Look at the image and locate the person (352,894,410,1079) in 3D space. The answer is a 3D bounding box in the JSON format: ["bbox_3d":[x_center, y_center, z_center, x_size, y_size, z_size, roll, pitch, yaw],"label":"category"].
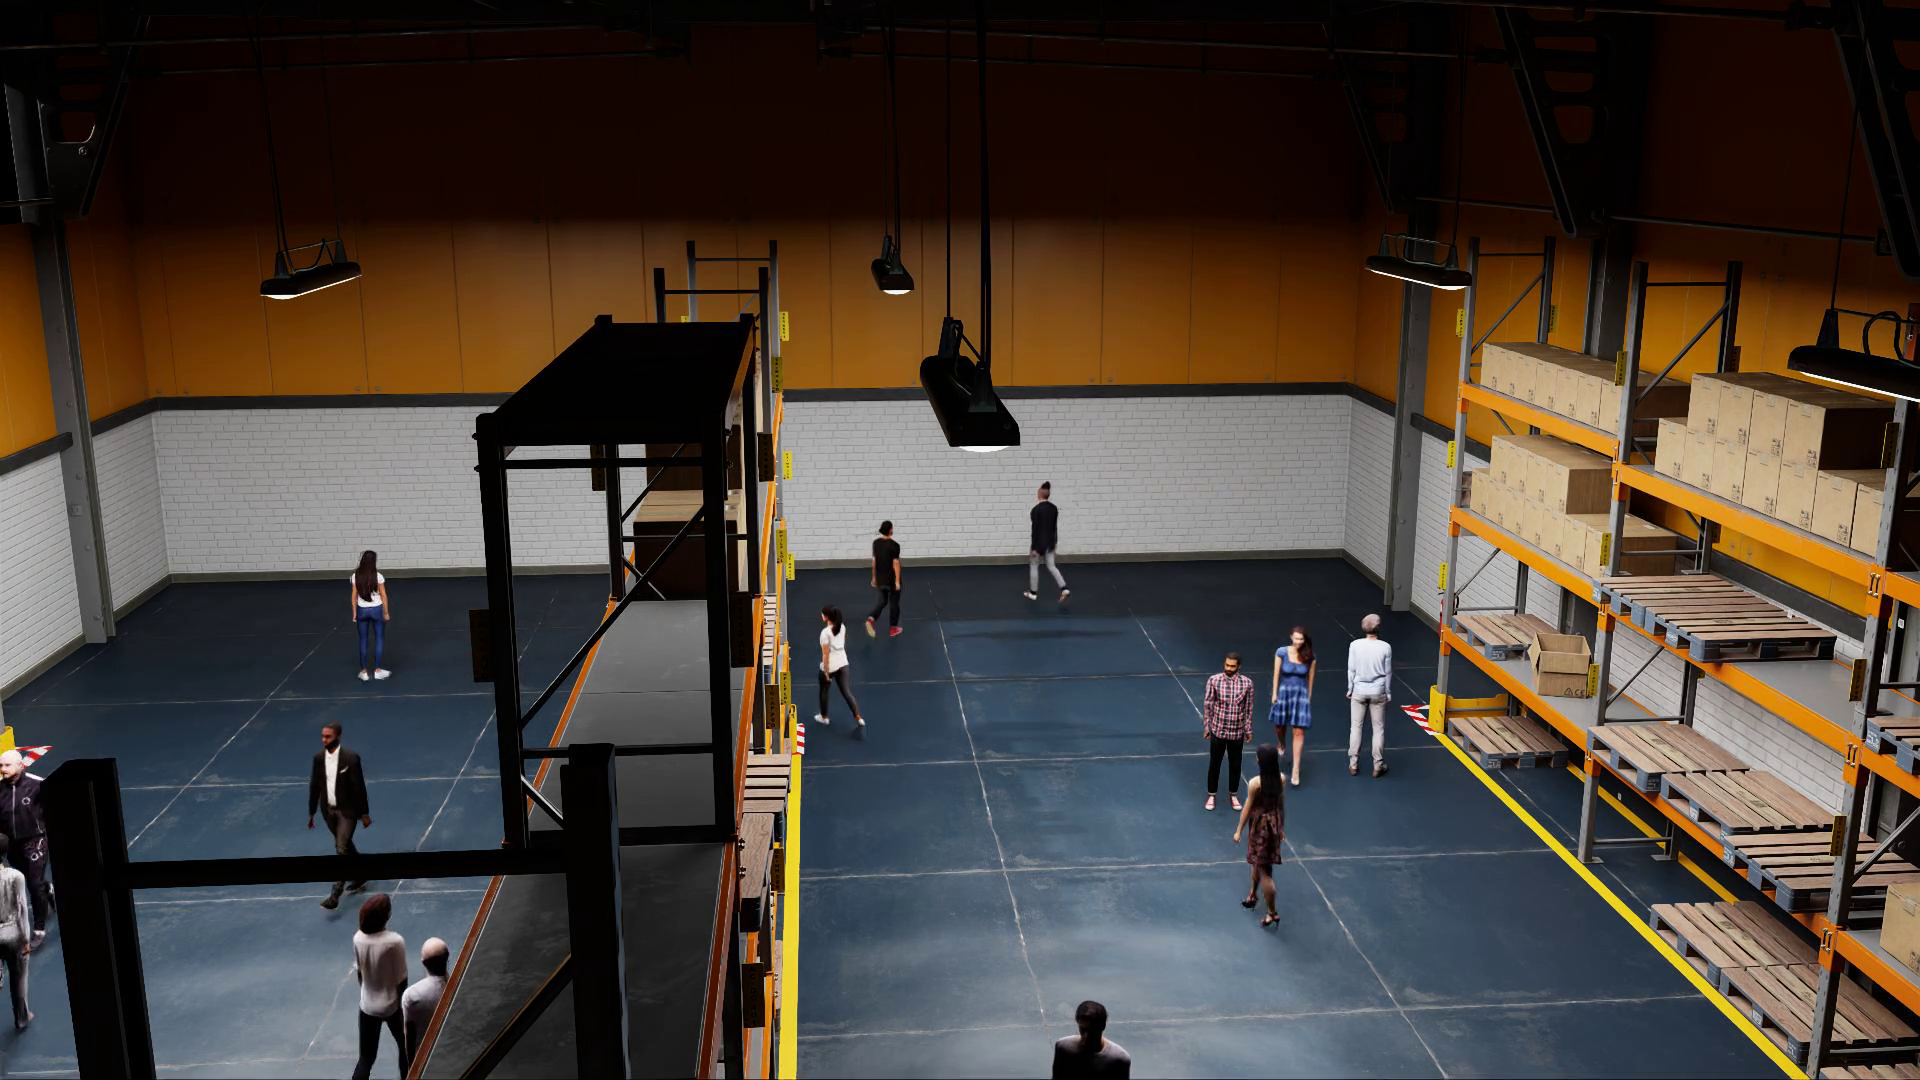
[{"bbox_3d":[-4.264,3.481,12.113,0.756,1.762,1.143,1,14,6],"label":"person"}]

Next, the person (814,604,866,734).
[{"bbox_3d":[-1.462,1.592,20.262,1.023,1.597,1.178,-11,17,-38],"label":"person"}]

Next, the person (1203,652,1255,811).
[{"bbox_3d":[2.903,2.046,18.040,0.729,1.761,0.644,1,14,5],"label":"person"}]

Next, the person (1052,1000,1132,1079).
[{"bbox_3d":[0.820,3.789,10.628,0.729,1.862,0.681,4,14,15],"label":"person"}]

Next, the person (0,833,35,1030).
[{"bbox_3d":[-7.649,3.225,13.218,0.711,1.739,1.099,-4,14,-16],"label":"person"}]

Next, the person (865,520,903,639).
[{"bbox_3d":[-1.092,0.593,24.081,0.960,1.742,1.064,9,16,32],"label":"person"}]

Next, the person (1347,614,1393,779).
[{"bbox_3d":[4.663,1.763,18.939,0.746,1.888,0.731,5,14,20],"label":"person"}]

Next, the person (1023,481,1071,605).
[{"bbox_3d":[1.373,0.068,25.866,1.140,1.922,1.311,-10,17,-37],"label":"person"}]

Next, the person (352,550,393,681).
[{"bbox_3d":[-7.909,1.014,22.290,0.638,1.768,0.540,-2,14,-9],"label":"person"}]

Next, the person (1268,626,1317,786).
[{"bbox_3d":[3.753,1.836,18.875,0.874,1.777,1.197,3,14,11],"label":"person"}]

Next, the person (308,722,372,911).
[{"bbox_3d":[-5.846,2.572,15.860,0.952,1.766,1.193,4,14,16],"label":"person"}]

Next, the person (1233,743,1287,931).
[{"bbox_3d":[2.840,2.735,15.208,0.851,1.756,0.946,-10,17,-36],"label":"person"}]

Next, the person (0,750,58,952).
[{"bbox_3d":[-8.430,2.735,15.121,0.704,1.796,1.158,-1,14,-5],"label":"person"}]
